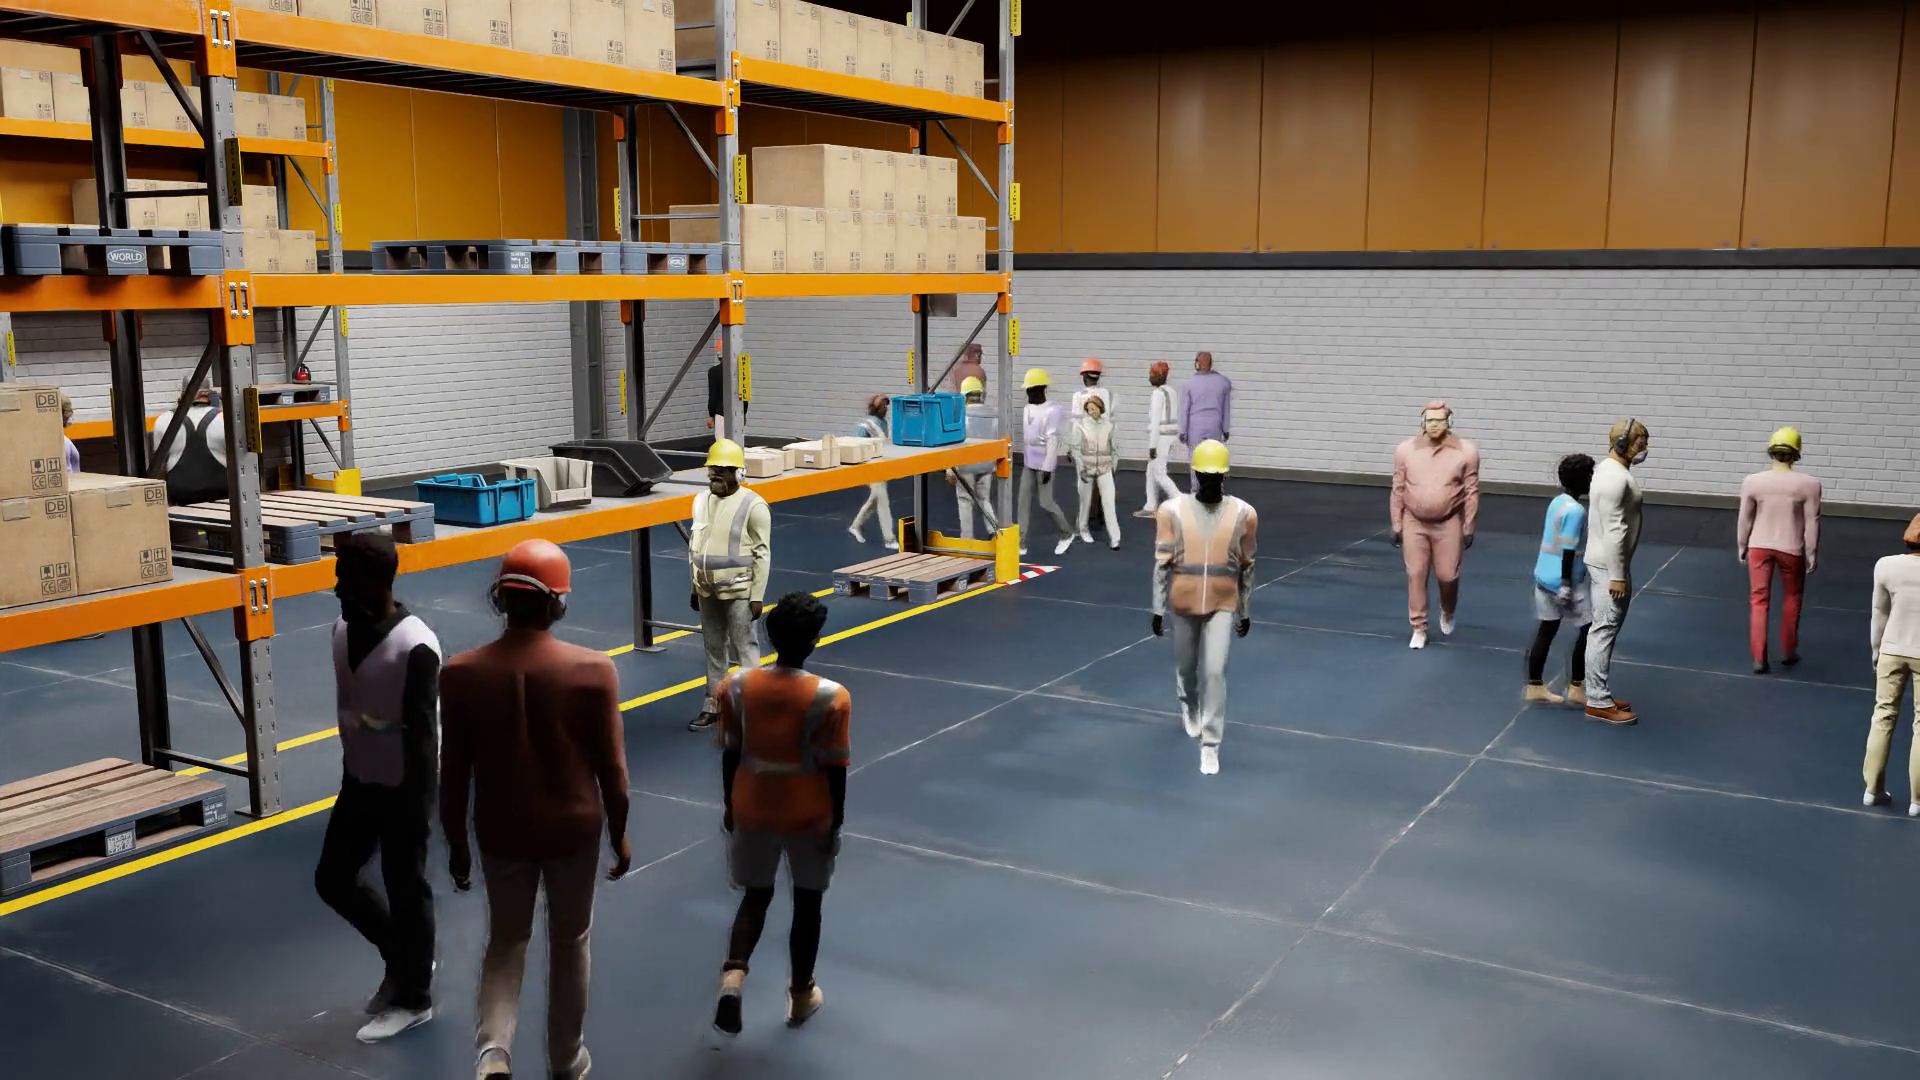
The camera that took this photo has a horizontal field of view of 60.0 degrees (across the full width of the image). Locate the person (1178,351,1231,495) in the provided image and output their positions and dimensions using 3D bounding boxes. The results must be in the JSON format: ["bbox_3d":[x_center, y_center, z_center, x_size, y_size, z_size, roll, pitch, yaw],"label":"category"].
[{"bbox_3d":[3.007,-1.377,20.458,0.669,1.893,0.535,-2,9,-12],"label":"person"}]

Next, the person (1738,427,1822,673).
[{"bbox_3d":[5.882,0.061,11.932,0.547,1.741,0.712,6,11,34],"label":"person"}]

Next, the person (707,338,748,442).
[{"bbox_3d":[-3.091,-1.681,22.056,0.622,1.991,0.389,-8,12,-42],"label":"person"}]

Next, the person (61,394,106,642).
[{"bbox_3d":[-6.958,-0.182,12.879,0.631,1.939,0.372,9,13,43],"label":"person"}]

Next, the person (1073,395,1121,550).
[{"bbox_3d":[1.405,-0.711,17.279,0.506,1.588,0.867,-1,9,-8],"label":"person"}]

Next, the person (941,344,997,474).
[{"bbox_3d":[0.146,-1.852,23.578,1.004,1.861,0.642,-8,12,-41],"label":"person"}]

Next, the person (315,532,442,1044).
[{"bbox_3d":[-2.126,0.909,6.148,0.616,1.907,0.454,7,12,38],"label":"person"}]

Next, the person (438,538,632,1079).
[{"bbox_3d":[-1.422,0.983,5.556,0.625,1.962,0.630,0,9,-3],"label":"person"}]

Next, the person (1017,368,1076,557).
[{"bbox_3d":[0.803,-0.772,16.661,0.804,1.899,0.598,-6,11,-35],"label":"person"}]

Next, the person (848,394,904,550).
[{"bbox_3d":[-0.886,-0.723,17.291,0.815,1.604,0.514,6,11,34],"label":"person"}]

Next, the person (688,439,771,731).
[{"bbox_3d":[-1.442,0.291,10.238,0.591,1.837,0.403,6,11,31],"label":"person"}]

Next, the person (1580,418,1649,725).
[{"bbox_3d":[4.157,0.189,10.580,0.371,1.934,0.627,3,10,18],"label":"person"}]

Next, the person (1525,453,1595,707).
[{"bbox_3d":[4.004,0.271,10.823,0.604,1.674,0.551,1,9,4],"label":"person"}]

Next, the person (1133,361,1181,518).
[{"bbox_3d":[2.331,-1.133,19.083,0.724,1.855,0.623,4,10,24],"label":"person"}]

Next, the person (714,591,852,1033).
[{"bbox_3d":[-0.659,1.029,6.121,0.540,1.674,0.554,2,9,14],"label":"person"}]

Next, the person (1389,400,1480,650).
[{"bbox_3d":[3.602,-0.124,12.665,0.648,1.895,0.517,3,10,21],"label":"person"}]

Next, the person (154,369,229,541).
[{"bbox_3d":[-6.594,-0.492,14.493,0.700,2.000,0.619,-4,10,-21],"label":"person"}]

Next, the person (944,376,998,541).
[{"bbox_3d":[0.157,-0.740,16.755,0.636,1.809,0.526,-5,10,-26],"label":"person"}]

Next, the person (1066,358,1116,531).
[{"bbox_3d":[1.441,-1.048,18.382,0.568,1.905,0.460,-6,11,-35],"label":"person"}]

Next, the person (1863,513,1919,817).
[{"bbox_3d":[5.031,0.636,8.742,0.270,1.627,0.496,-7,12,-38],"label":"person"}]

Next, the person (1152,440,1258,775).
[{"bbox_3d":[1.437,0.341,9.774,0.592,1.901,0.921,1,9,9],"label":"person"}]
